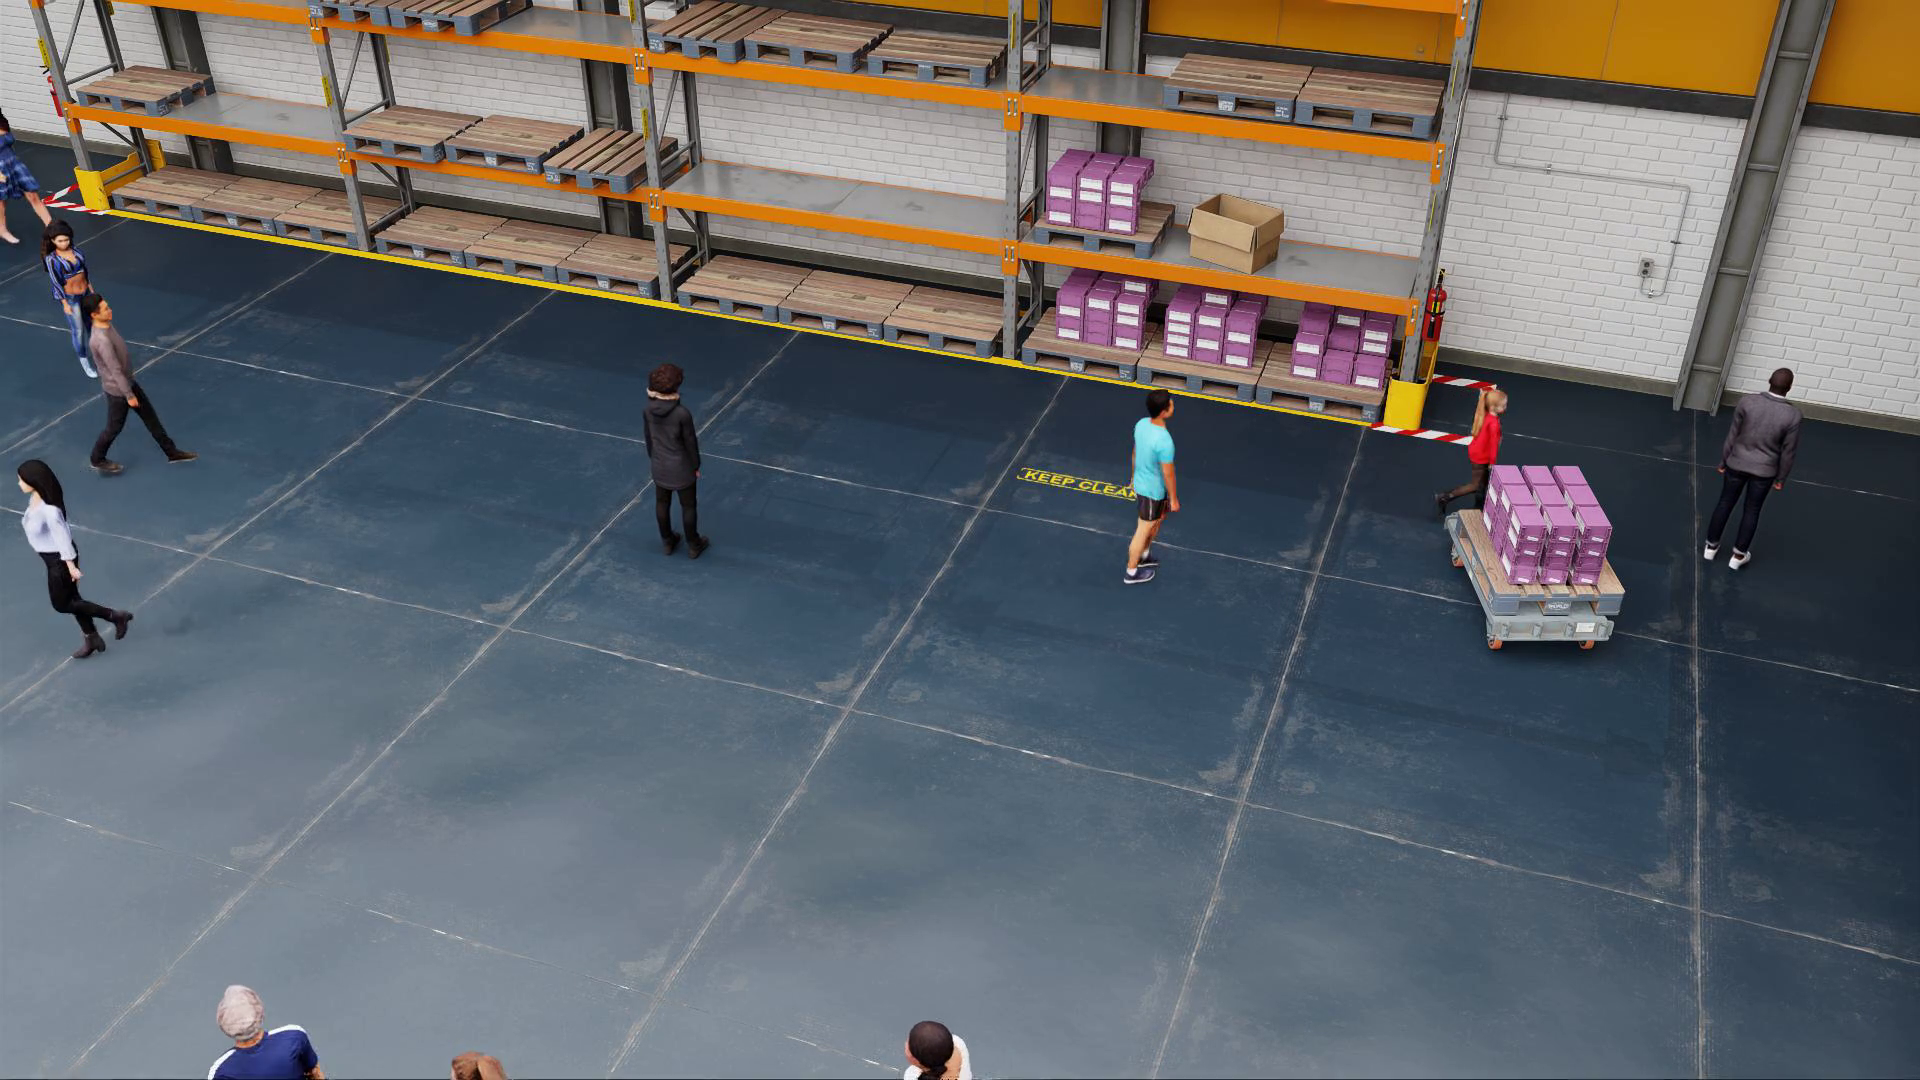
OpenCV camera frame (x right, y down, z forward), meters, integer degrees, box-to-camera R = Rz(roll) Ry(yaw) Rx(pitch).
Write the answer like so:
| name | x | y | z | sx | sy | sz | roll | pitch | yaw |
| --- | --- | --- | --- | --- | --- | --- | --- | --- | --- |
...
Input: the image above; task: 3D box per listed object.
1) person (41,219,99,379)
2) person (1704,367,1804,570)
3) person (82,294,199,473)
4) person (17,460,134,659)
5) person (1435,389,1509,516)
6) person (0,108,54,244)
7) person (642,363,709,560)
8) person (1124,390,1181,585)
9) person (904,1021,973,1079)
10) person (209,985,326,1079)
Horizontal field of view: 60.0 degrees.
| name | x | y | z | sx | sy | sz | roll | pitch | yaw |
| --- | --- | --- | --- | --- | --- | --- | --- | --- | --- |
| person | -8.822 | -2.416 | 16.606 | 0.559 | 1.623 | 0.612 | 14 | 36 | 20 |
| person | 6.514 | -0.596 | 13.695 | 0.630 | 1.815 | 0.824 | 23 | 40 | 30 |
| person | -7.624 | -1.348 | 14.908 | 1.245 | 1.724 | 1.074 | -3 | 34 | -4 |
| person | -6.744 | 0.140 | 12.662 | 0.899 | 1.733 | 0.842 | -21 | 39 | -28 |
| person | 4.462 | -0.724 | 14.385 | 0.871 | 1.265 | 0.630 | 1 | 34 | 2 |
| person | -11.010 | -4.170 | 19.131 | 1.157 | 1.749 | 0.693 | 8 | 35 | 12 |
| person | -2.383 | -0.639 | 13.796 | 0.523 | 1.774 | 0.697 | 8 | 34 | 12 |
| person | 1.457 | -0.392 | 13.438 | 0.803 | 1.760 | 0.754 | -9 | 35 | -13 |
| person | -0.036 | 3.040 | 8.375 | 1.087 | 1.649 | 0.743 | 7 | 34 | 10 |
| person | -3.353 | 2.977 | 8.322 | 1.050 | 1.813 | 1.231 | -22 | 40 | -30 |
